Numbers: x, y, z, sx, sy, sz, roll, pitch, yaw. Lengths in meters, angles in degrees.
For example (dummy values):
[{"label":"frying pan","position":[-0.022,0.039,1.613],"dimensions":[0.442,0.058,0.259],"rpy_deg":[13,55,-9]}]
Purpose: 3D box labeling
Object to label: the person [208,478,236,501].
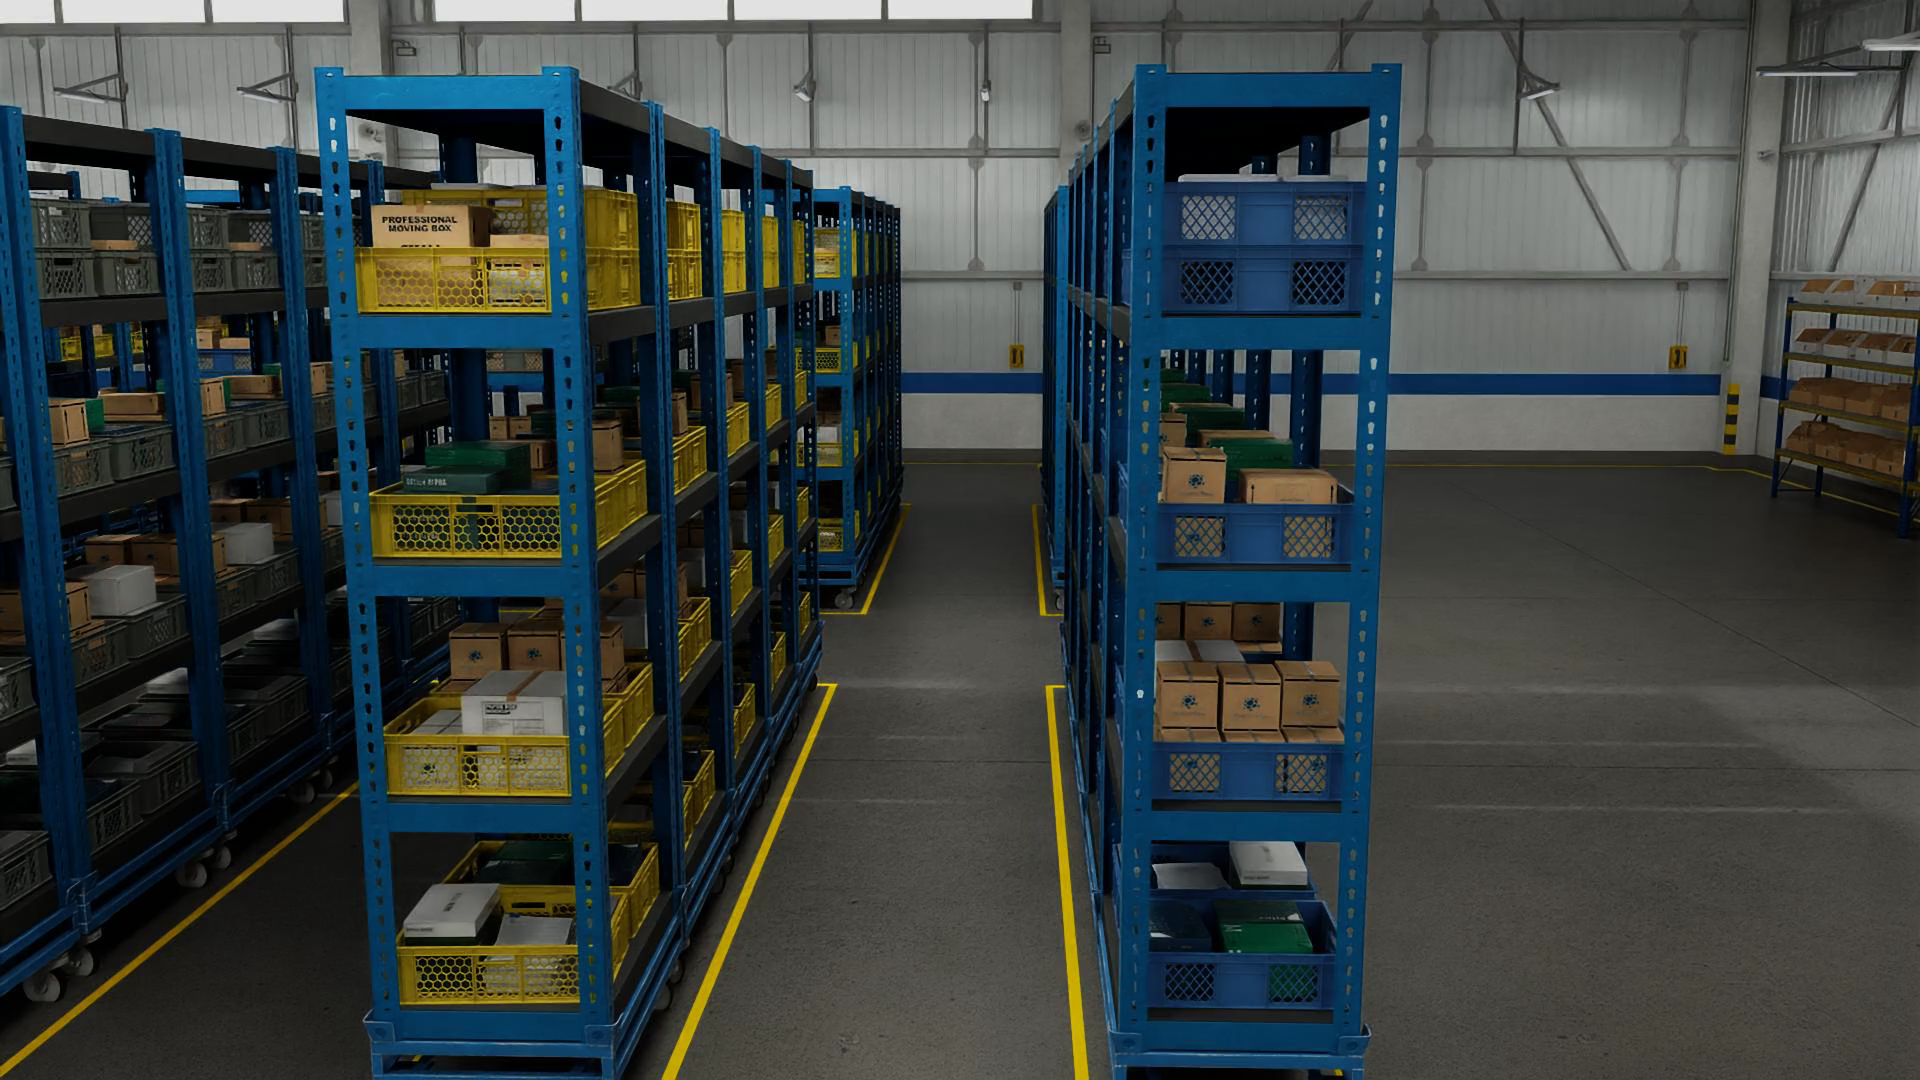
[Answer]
[{"label":"person","position":[-7.596,-0.821,16.888],"dimensions":[0.437,1.981,0.628],"rpy_deg":[-2,10,-12]}]
